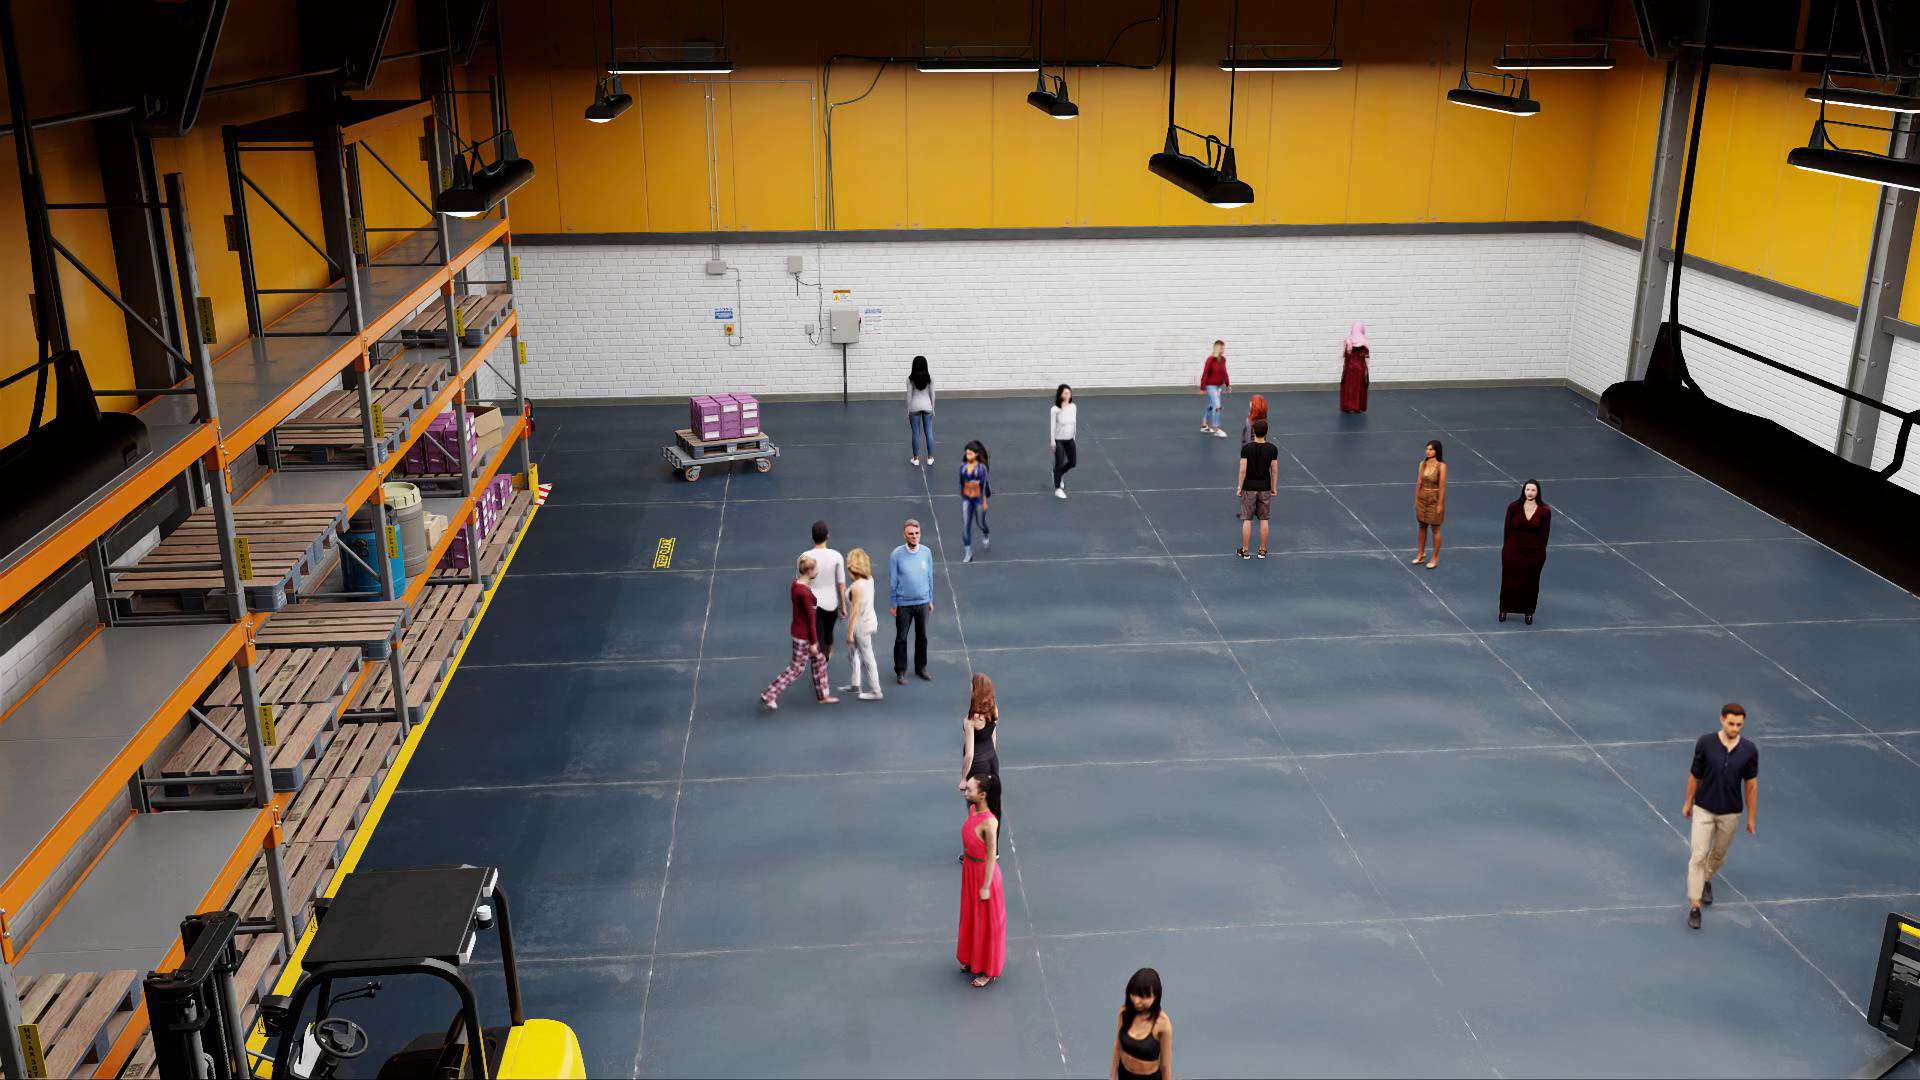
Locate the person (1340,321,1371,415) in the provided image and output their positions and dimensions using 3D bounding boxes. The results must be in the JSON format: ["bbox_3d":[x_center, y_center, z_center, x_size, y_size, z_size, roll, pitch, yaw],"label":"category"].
[{"bbox_3d":[6.903,-3.022,29.044,0.763,1.639,0.796,11,22,30],"label":"person"}]

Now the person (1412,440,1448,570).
[{"bbox_3d":[6.061,-0.474,21.398,0.697,1.689,0.608,-15,24,-37],"label":"person"}]

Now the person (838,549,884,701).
[{"bbox_3d":[-0.929,0.909,17.358,0.788,1.647,0.756,3,19,9],"label":"person"}]

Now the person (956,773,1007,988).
[{"bbox_3d":[0.157,2.527,12.440,0.739,1.721,0.604,-7,20,-21],"label":"person"}]

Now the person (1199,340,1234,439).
[{"bbox_3d":[4.160,-2.534,27.655,0.980,1.601,0.902,17,25,40],"label":"person"}]

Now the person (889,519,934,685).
[{"bbox_3d":[-0.520,0.635,17.902,0.717,1.820,0.681,-8,20,-21],"label":"person"}]

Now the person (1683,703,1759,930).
[{"bbox_3d":[6.107,2.145,13.412,0.903,1.824,1.103,6,19,16],"label":"person"}]

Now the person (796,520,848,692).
[{"bbox_3d":[-1.469,0.737,17.623,0.732,1.804,1.159,-3,19,-9],"label":"person"}]

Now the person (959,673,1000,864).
[{"bbox_3d":[0.185,1.944,14.127,0.726,1.747,0.659,14,23,36],"label":"person"}]

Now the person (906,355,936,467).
[{"bbox_3d":[-0.609,-2.024,25.930,0.610,1.735,0.529,-3,19,-8],"label":"person"}]

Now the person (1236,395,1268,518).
[{"bbox_3d":[4.120,-1.177,23.346,0.659,1.780,0.685,-16,24,-39],"label":"person"}]

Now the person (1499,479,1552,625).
[{"bbox_3d":[6.618,0.126,19.511,0.751,1.757,0.745,6,20,18],"label":"person"}]

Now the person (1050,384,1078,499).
[{"bbox_3d":[1.460,-1.467,24.348,0.764,1.688,0.835,-10,21,-28],"label":"person"}]

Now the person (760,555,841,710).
[{"bbox_3d":[-1.699,0.988,17.088,0.862,1.671,1.067,-5,19,-14],"label":"person"}]

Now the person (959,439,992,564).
[{"bbox_3d":[0.216,-0.516,21.668,0.889,1.598,1.075,8,20,22],"label":"person"}]

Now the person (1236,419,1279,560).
[{"bbox_3d":[3.867,-0.672,21.717,0.682,1.861,0.557,-1,19,-3],"label":"person"}]

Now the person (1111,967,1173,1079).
[{"bbox_3d":[1.154,3.322,10.245,1.031,1.614,1.079,16,24,39],"label":"person"}]
